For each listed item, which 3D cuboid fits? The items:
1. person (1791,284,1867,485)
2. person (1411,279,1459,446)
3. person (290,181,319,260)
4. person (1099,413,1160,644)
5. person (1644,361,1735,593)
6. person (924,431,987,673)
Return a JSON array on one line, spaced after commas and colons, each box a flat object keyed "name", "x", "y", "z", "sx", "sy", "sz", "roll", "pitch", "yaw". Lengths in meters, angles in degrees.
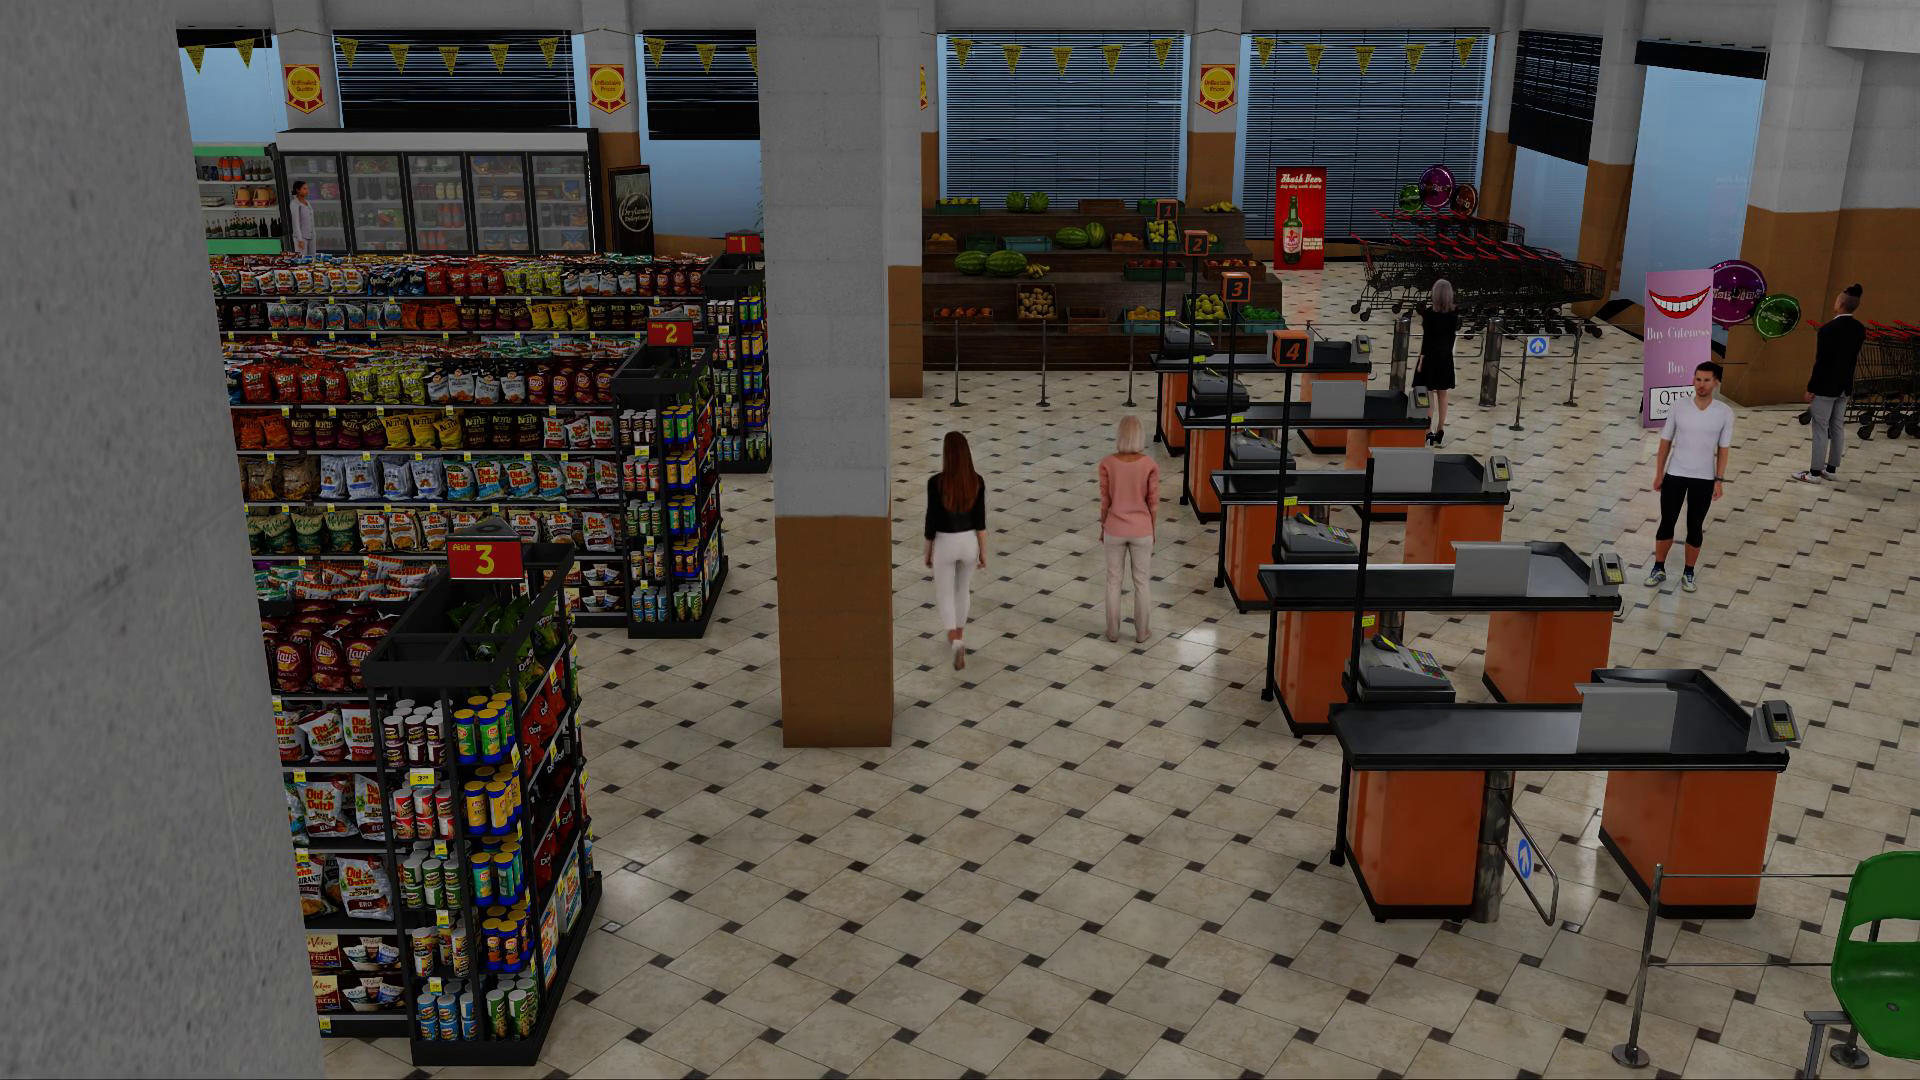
[{"name": "person", "x": 8.456, "y": -1.516, "z": 16.093, "sx": 0.691, "sy": 1.948, "sz": 0.849, "roll": -8, "pitch": 20, "yaw": -22}, {"name": "person", "x": 4.992, "y": -1.871, "z": 17.462, "sx": 0.630, "sy": 1.746, "sz": 0.744, "roll": -8, "pitch": 20, "yaw": -22}, {"name": "person", "x": -10.239, "y": -4.725, "z": 25.944, "sx": 0.616, "sy": 1.735, "sz": 0.665, "roll": 3, "pitch": 19, "yaw": 10}, {"name": "person", "x": 1.232, "y": -0.085, "z": 12.198, "sx": 0.501, "sy": 1.725, "sz": 0.685, "roll": 3, "pitch": 19, "yaw": 8}, {"name": "person", "x": 5.836, "y": -0.521, "z": 13.294, "sx": 0.678, "sy": 1.851, "sz": 0.812, "roll": 10, "pitch": 21, "yaw": 26}, {"name": "person", "x": -0.022, "y": 0.101, "z": 11.726, "sx": 1.024, "sy": 1.674, "sz": 0.793, "roll": -4, "pitch": 19, "yaw": -11}]
